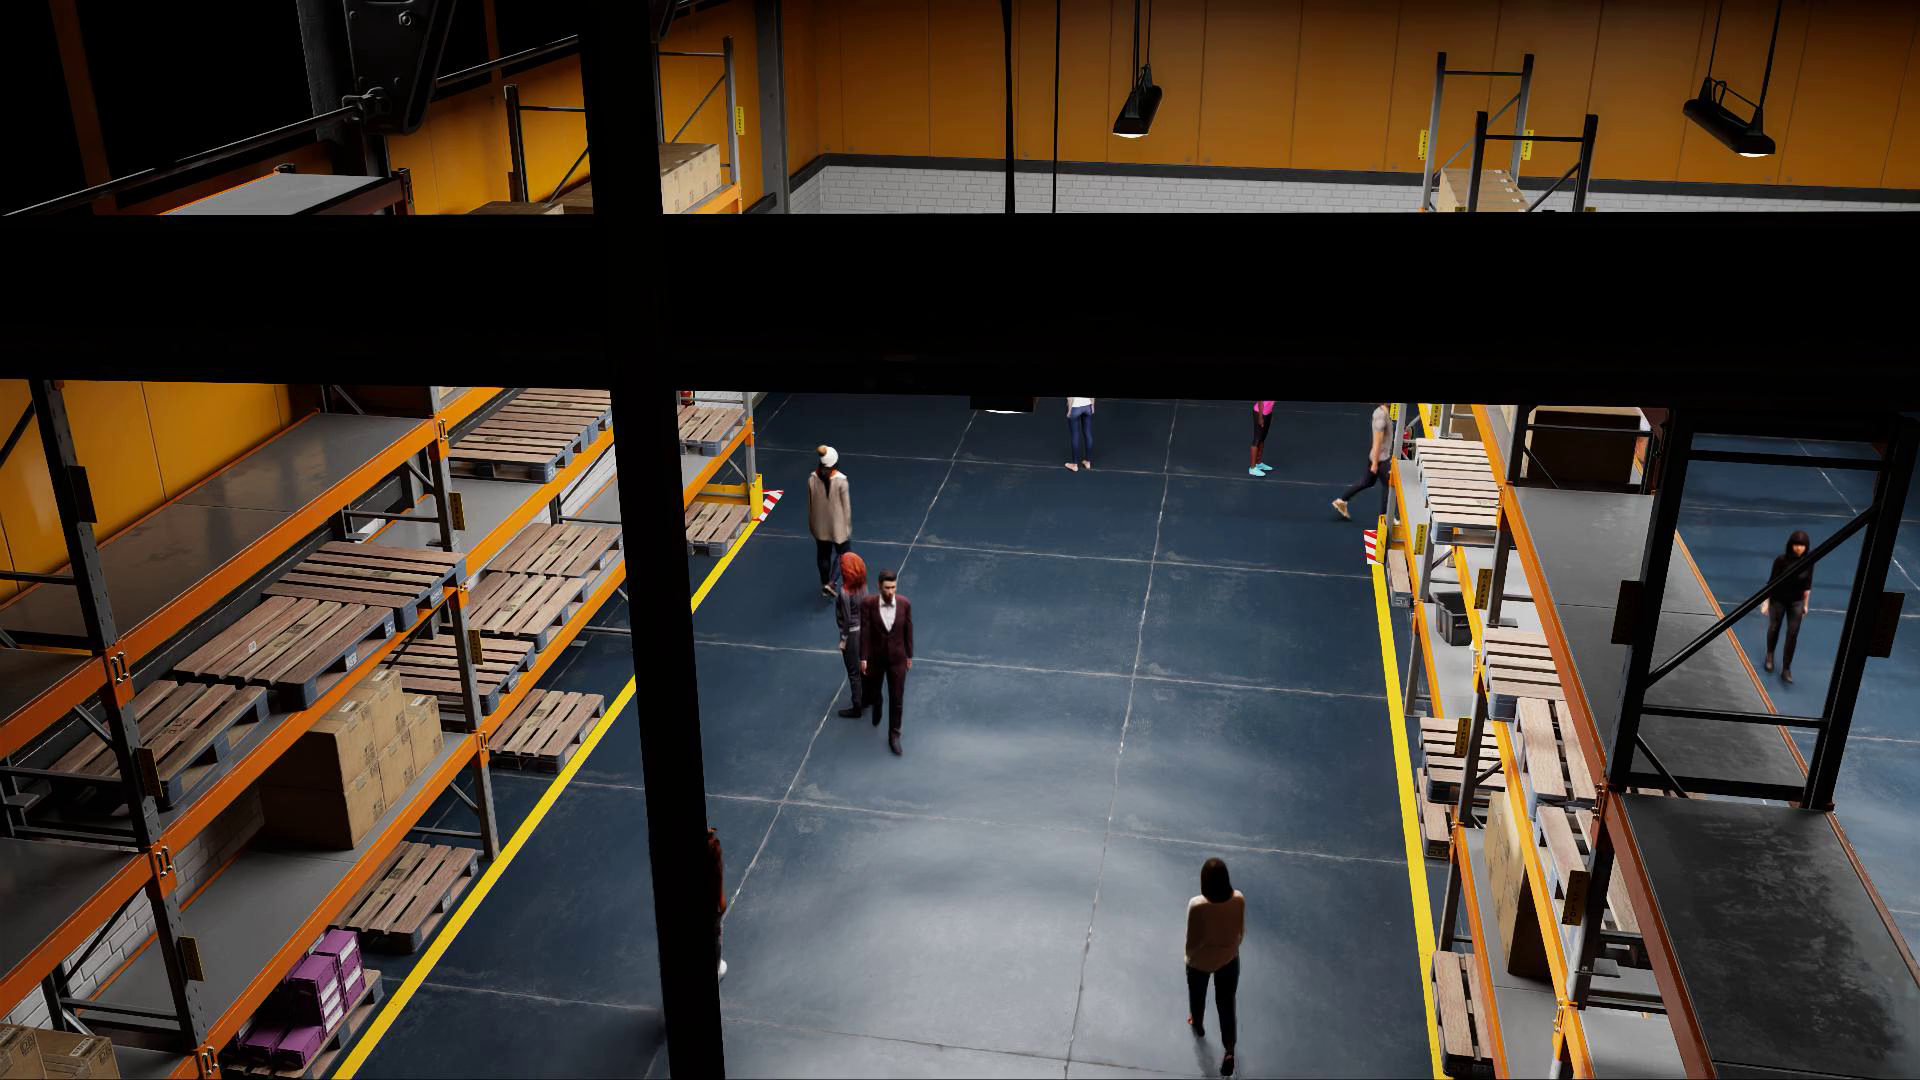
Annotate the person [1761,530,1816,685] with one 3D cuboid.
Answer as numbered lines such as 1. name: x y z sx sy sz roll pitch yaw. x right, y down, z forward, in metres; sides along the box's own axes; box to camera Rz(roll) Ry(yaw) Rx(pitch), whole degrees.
1. person: 8.680 0.624 17.487 0.682 1.618 0.884 7 25 16

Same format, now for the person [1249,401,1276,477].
1. person: 4.145 -1.744 22.773 0.692 1.724 0.597 14 27 30

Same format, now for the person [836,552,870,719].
1. person: -1.052 0.930 16.583 0.699 1.782 0.536 11 26 23

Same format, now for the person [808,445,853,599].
1. person: -1.527 -0.185 19.010 0.760 1.881 0.900 8 25 18

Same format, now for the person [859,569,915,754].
1. person: -0.731 1.108 16.088 0.873 1.852 1.061 -4 24 -8

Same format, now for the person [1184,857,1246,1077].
1. person: 1.845 3.047 11.899 0.781 1.654 1.102 -2 24 -4

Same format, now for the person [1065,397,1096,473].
1. person: 1.666 -1.799 22.880 0.652 1.740 0.686 -10 26 -22

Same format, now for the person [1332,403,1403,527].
1. person: 5.206 -1.055 21.025 0.755 1.863 1.125 6 24 12
